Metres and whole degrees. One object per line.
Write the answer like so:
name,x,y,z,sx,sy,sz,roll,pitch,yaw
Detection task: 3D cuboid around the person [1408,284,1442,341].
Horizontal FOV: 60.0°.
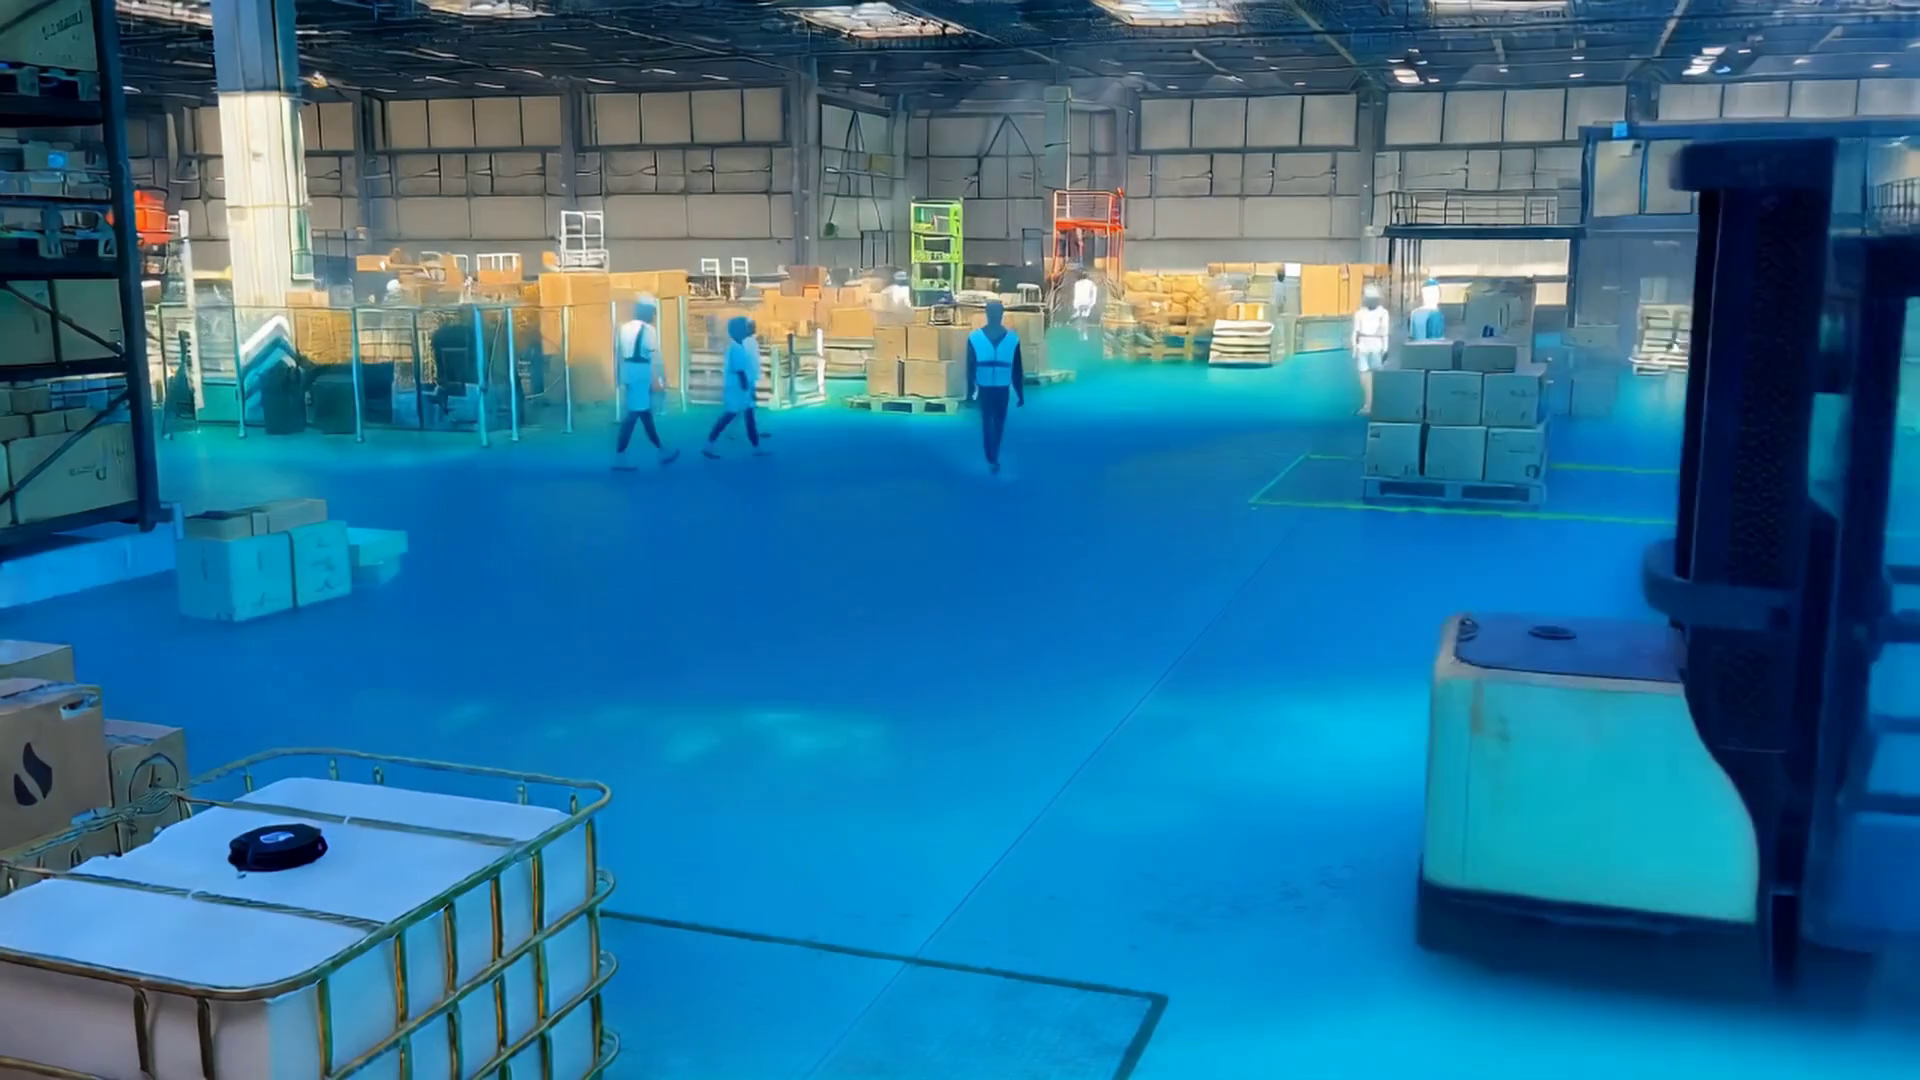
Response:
person,6.432,-2.537,22.934,0.368,1.967,0.602,-5,11,-28

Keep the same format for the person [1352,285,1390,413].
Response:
person,6.180,-2.874,24.987,0.548,1.922,0.715,5,11,27

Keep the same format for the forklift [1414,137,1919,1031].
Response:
forklift,2.621,0.065,5.705,1.873,2.768,1.129,3,11,19

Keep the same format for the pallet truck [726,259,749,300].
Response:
pallet truck,-7.986,-9.493,62.019,0.823,1.965,1.885,3,11,17

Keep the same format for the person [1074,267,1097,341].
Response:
person,3.307,-6.197,43.732,0.562,1.903,0.851,4,11,20

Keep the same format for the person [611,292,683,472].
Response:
person,-3.536,-1.772,18.609,1.073,1.966,0.707,-9,14,-43

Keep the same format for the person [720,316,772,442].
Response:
person,-2.775,-2.059,21.281,0.832,1.598,0.511,-8,13,-39

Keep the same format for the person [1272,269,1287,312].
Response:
person,10.290,-7.849,53.574,0.490,1.705,0.842,2,10,8

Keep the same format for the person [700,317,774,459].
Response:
person,-2.654,-1.782,19.517,0.850,1.662,0.533,-2,10,-12

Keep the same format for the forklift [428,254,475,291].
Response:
forklift,-20.133,-10.254,65.465,1.157,1.987,2.680,3,11,19

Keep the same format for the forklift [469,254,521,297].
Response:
forklift,-17.990,-10.121,64.684,1.157,1.987,2.680,3,11,17

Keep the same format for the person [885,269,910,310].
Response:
person,-1.381,-4.942,36.464,0.647,1.963,0.483,-5,11,-24

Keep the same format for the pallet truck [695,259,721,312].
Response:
pallet truck,-9.165,-9.627,62.776,0.823,1.965,1.885,4,11,23

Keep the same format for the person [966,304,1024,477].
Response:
person,0.390,-1.648,18.209,0.609,1.863,0.993,-2,10,-9
